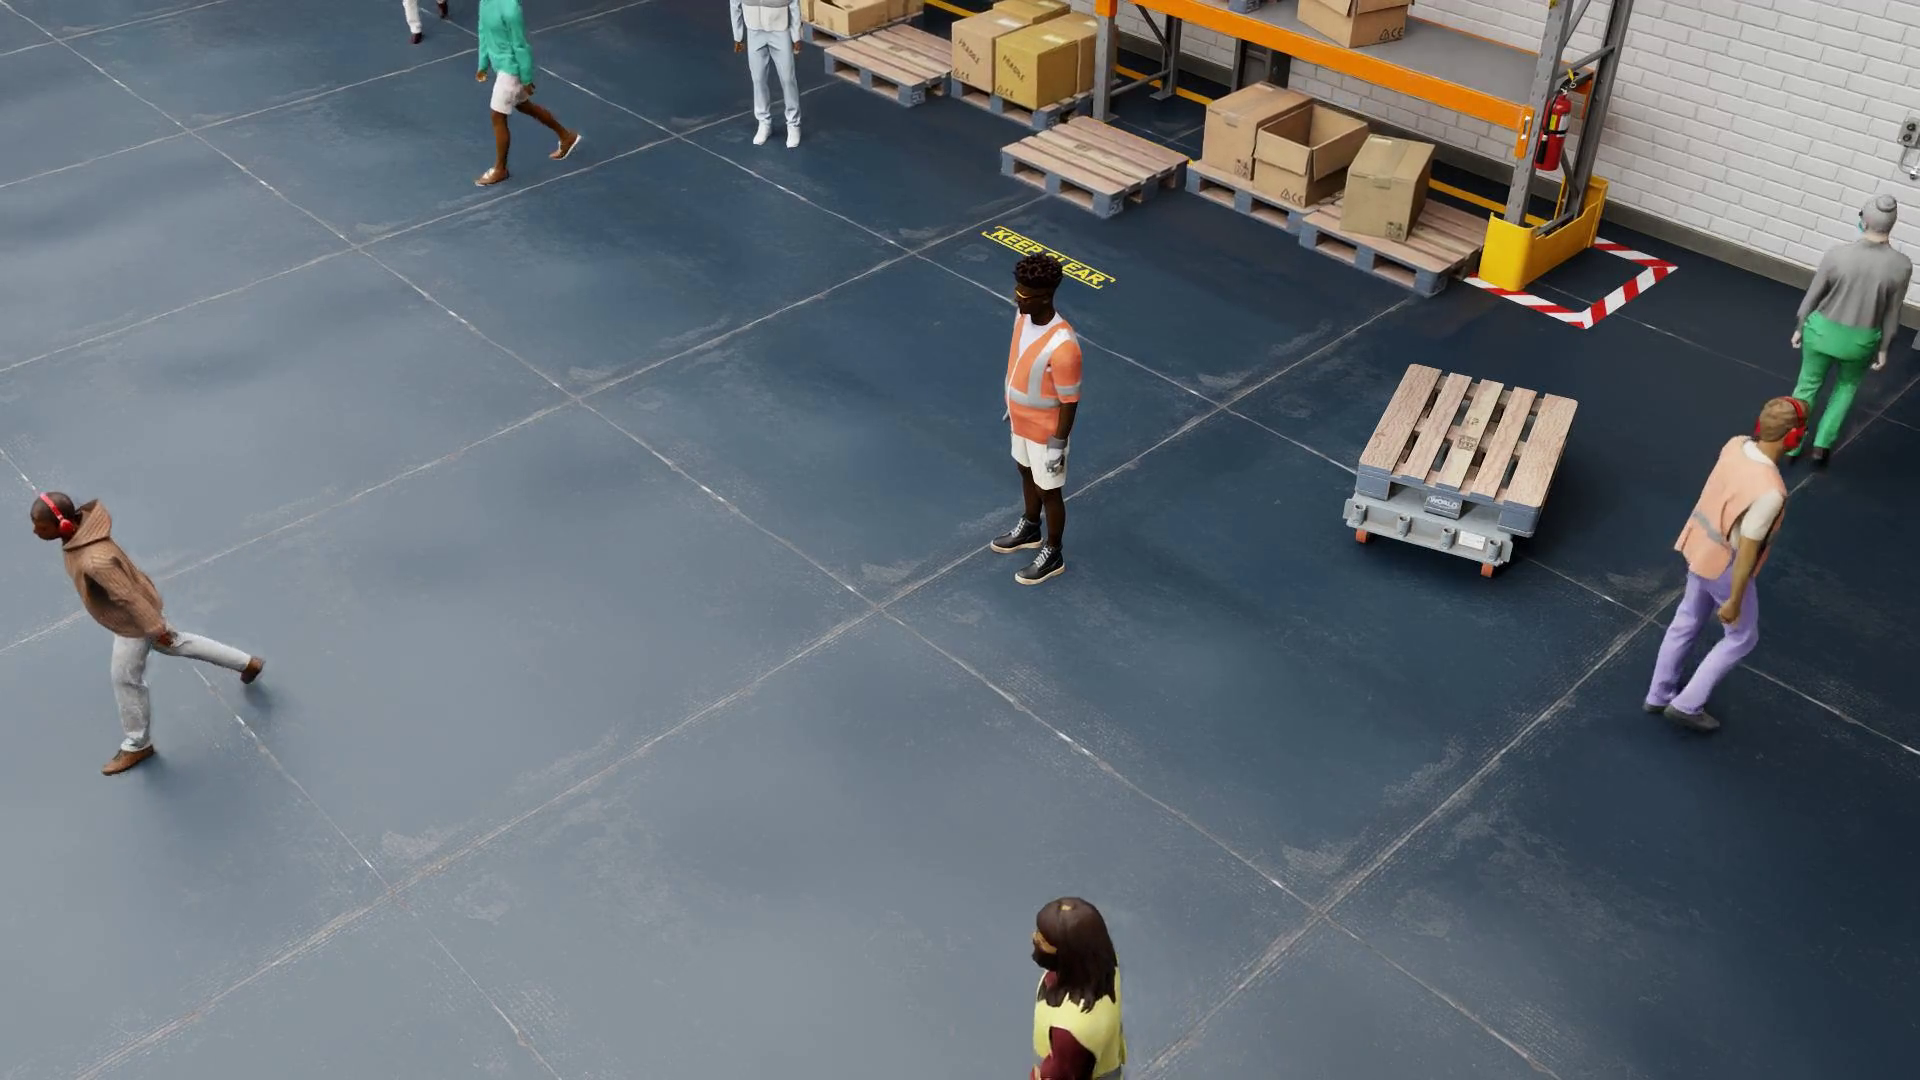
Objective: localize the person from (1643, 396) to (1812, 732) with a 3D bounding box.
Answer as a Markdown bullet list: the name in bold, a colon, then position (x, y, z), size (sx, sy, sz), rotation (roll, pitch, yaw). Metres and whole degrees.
- **person**: position (3.713, 0.126, 8.092), size (0.453, 1.808, 0.598), rotation (-3, 37, -4)

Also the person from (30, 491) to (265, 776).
- **person**: position (-3.905, 0.331, 7.984), size (0.841, 1.605, 0.484), rotation (-23, 43, -28)

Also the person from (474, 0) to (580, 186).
- **person**: position (-3.550, -3.779, 13.260), size (0.931, 1.808, 0.502), rotation (-22, 42, -27)

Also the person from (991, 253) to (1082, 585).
- **person**: position (0.416, -0.654, 8.992), size (0.361, 1.964, 0.612), rotation (-15, 39, -18)

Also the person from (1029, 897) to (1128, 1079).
- **person**: position (0.447, 1.892, 5.802), size (0.728, 1.747, 0.468), rotation (3, 37, 4)

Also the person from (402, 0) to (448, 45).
- **person**: position (-5.237, -5.693, 15.833), size (0.558, 1.758, 0.729), rotation (0, 37, -1)

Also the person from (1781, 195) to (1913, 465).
- **person**: position (5.253, -1.245, 9.882), size (0.546, 1.828, 0.419), rotation (18, 41, 22)

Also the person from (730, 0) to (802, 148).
- **person**: position (-1.593, -4.207, 13.749), size (0.594, 1.907, 0.408), rotation (4, 37, 6)
